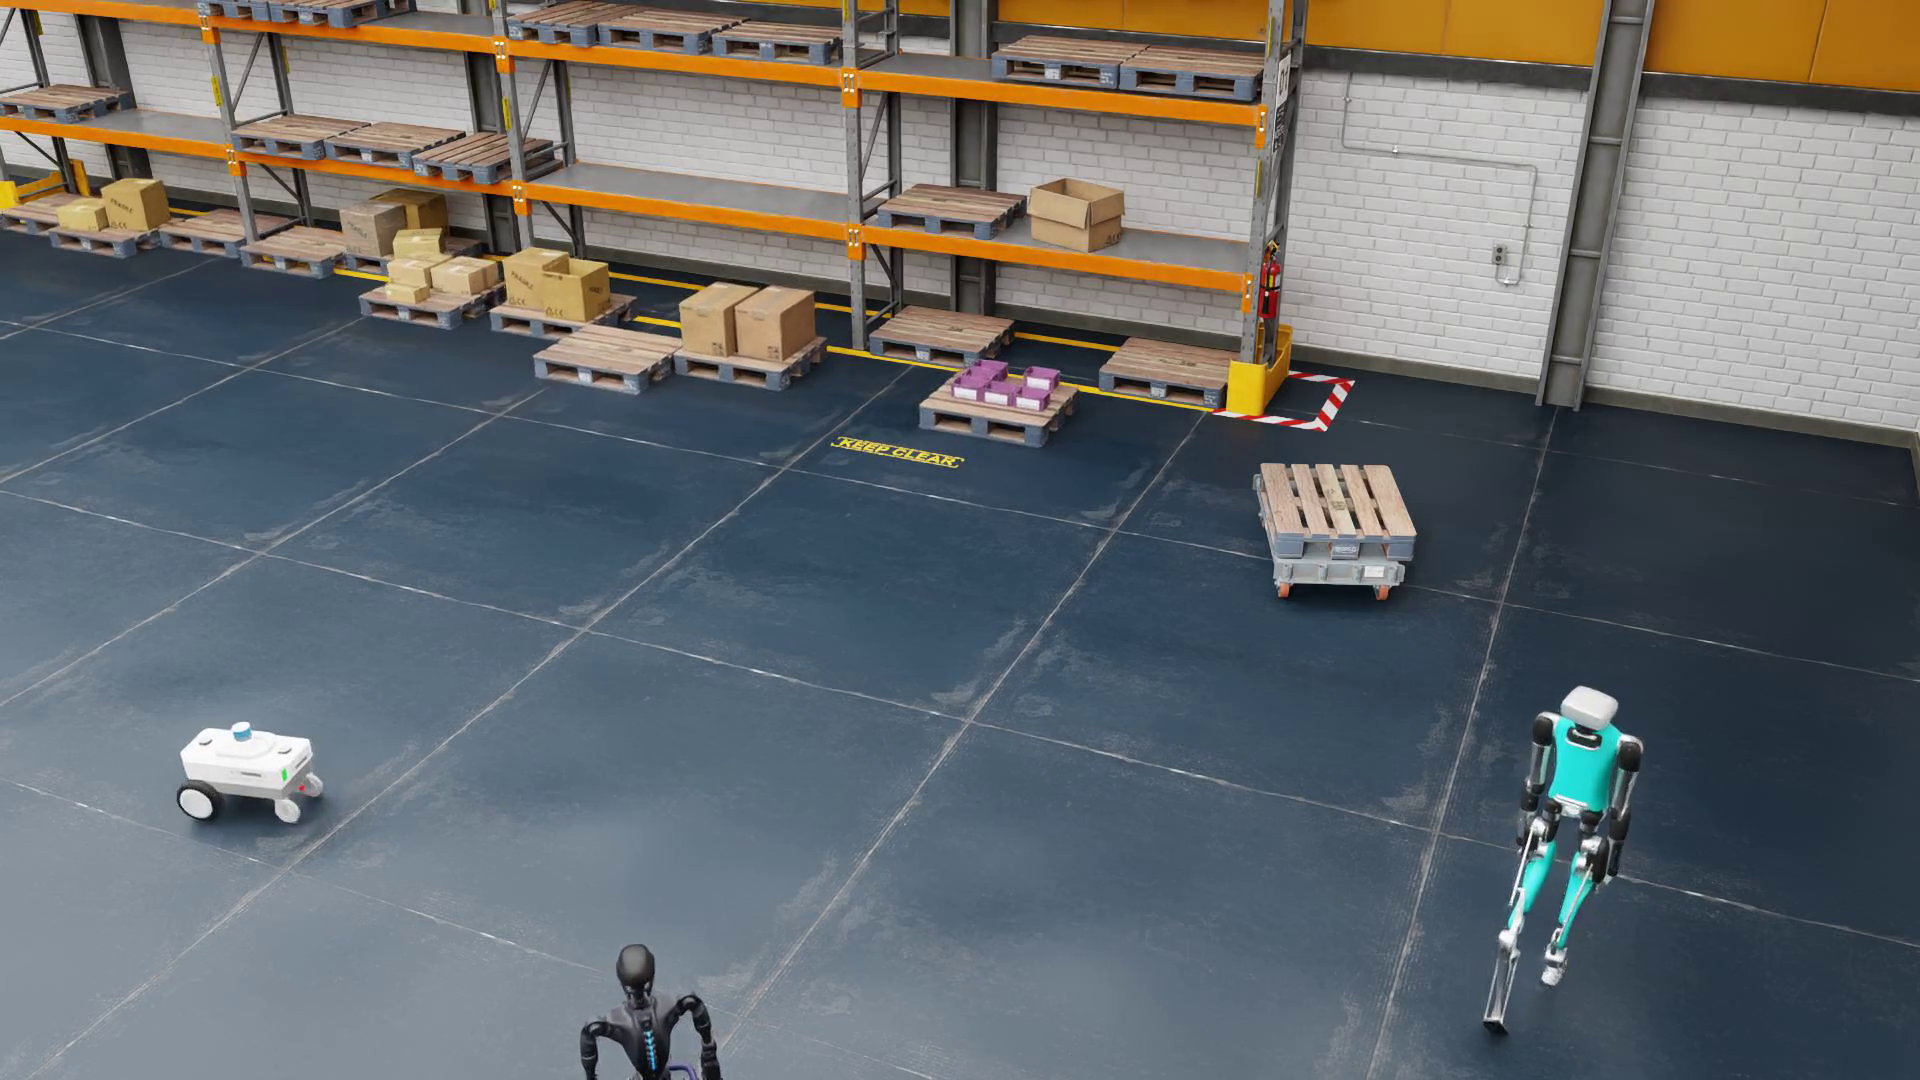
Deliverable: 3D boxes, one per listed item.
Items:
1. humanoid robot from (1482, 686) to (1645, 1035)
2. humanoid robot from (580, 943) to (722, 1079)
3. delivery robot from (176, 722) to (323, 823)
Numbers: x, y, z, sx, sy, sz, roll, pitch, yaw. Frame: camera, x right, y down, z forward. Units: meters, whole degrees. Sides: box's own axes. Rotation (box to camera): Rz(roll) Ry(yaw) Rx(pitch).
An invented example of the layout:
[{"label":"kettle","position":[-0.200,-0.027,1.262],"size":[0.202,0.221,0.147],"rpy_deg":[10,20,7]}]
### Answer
[{"label":"humanoid robot","position":[2.863,1.655,8.132],"size":[0.558,1.759,0.968],"rpy_deg":[18,32,31]},{"label":"humanoid robot","position":[-1.237,2.354,6.829],"size":[0.603,1.642,0.374],"rpy_deg":[-11,29,-21]},{"label":"delivery robot","position":[-4.272,1.371,9.973],"size":[0.807,0.606,0.499],"rpy_deg":[5,28,9]}]
